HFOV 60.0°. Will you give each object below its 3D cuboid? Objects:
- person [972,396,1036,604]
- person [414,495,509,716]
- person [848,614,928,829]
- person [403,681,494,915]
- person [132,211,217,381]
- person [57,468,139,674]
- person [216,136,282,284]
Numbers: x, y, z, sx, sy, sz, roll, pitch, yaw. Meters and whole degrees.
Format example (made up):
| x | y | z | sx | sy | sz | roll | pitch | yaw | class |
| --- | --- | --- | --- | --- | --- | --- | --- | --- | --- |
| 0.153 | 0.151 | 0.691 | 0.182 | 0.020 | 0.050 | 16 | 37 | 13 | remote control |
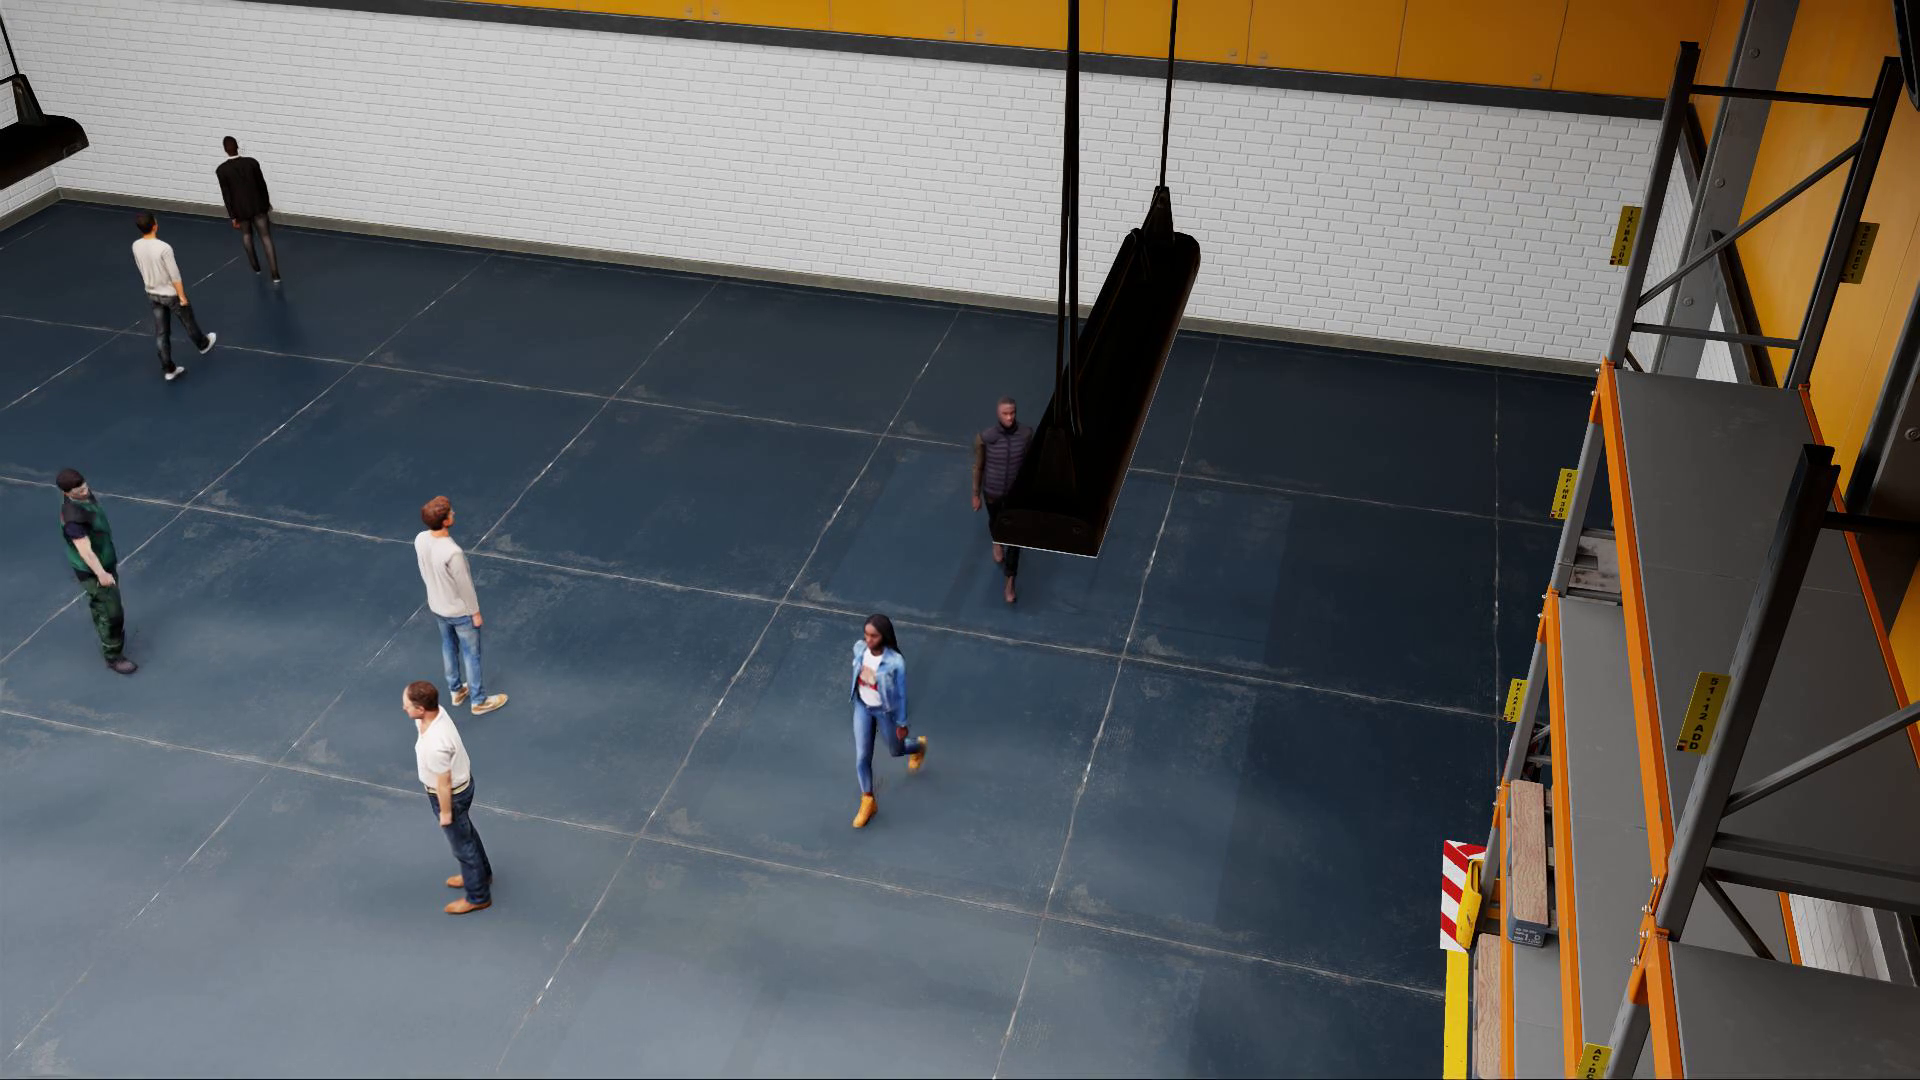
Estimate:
| x | y | z | sx | sy | sz | roll | pitch | yaw | class |
| --- | --- | --- | --- | --- | --- | --- | --- | --- | --- |
| 0.366 | -0.449 | 14.311 | 0.975 | 1.789 | 1.295 | -2 | 34 | -4 | person |
| -3.891 | 0.503 | 12.777 | 0.740 | 1.902 | 0.690 | 21 | 39 | 28 | person |
| -0.521 | 1.213 | 11.902 | 0.811 | 1.688 | 1.150 | 18 | 38 | 25 | person |
| -3.366 | 1.680 | 11.057 | 0.821 | 1.847 | 0.717 | -10 | 35 | -15 | person |
| -8.402 | -2.535 | 17.466 | 0.736 | 1.772 | 1.134 | 5 | 34 | 8 | person |
| -6.963 | 0.167 | 13.307 | 0.958 | 1.875 | 0.867 | -24 | 41 | -32 | person |
| -8.241 | -3.816 | 19.397 | 1.121 | 1.767 | 1.227 | -15 | 36 | -21 | person |
